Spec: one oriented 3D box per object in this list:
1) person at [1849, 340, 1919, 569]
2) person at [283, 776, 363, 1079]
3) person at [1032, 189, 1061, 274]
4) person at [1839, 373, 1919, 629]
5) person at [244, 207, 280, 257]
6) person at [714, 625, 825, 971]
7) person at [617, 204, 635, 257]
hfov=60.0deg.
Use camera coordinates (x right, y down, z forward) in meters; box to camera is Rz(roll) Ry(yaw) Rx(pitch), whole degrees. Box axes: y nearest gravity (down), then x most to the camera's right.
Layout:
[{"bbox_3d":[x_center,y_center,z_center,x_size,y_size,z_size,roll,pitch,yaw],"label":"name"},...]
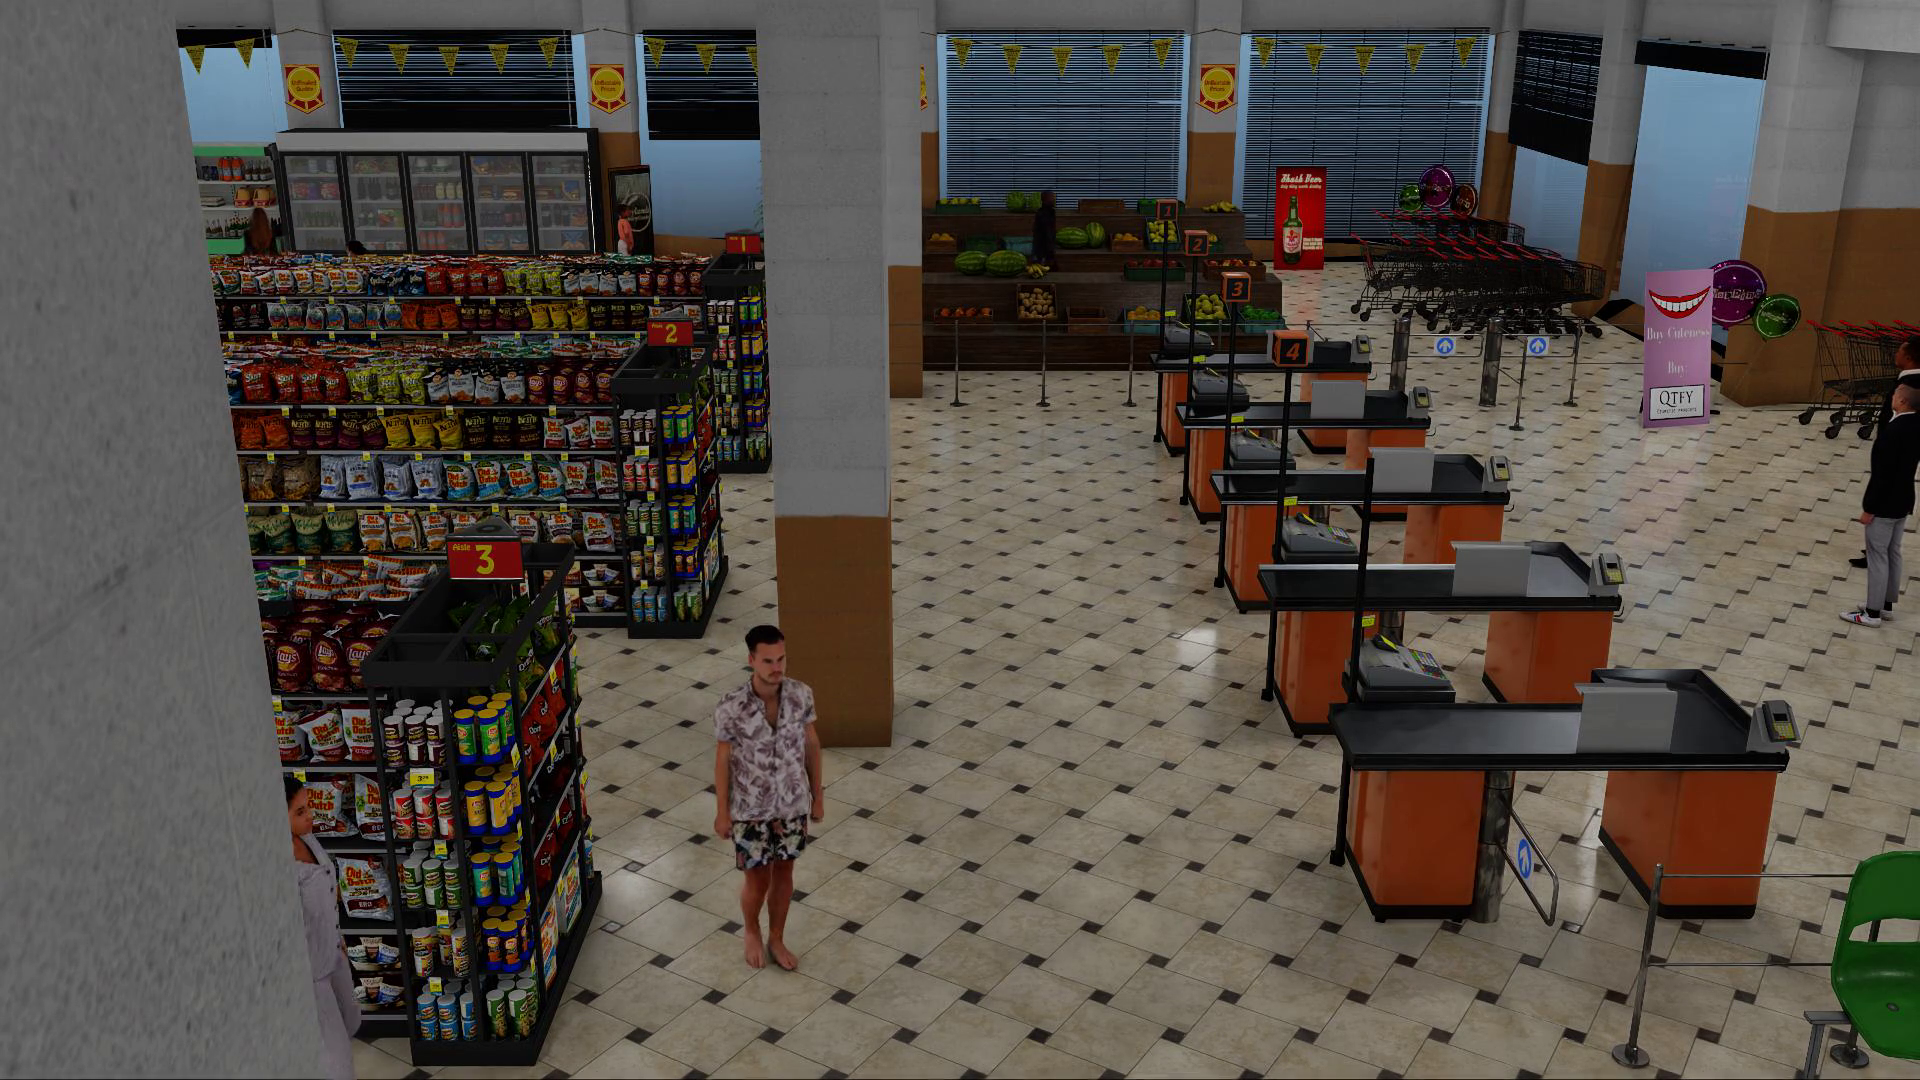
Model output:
[{"bbox_3d":[7.738,-0.702,13.723,0.826,1.918,0.770,17,25,41],"label":"person"},{"bbox_3d":[-2.723,1.746,6.774,0.904,1.721,0.684,-1,19,-4],"label":"person"},{"bbox_3d":[1.113,-4.161,24.167,1.185,1.800,0.661,0,19,0],"label":"person"},{"bbox_3d":[7.003,-0.308,12.508,0.755,1.950,0.857,-14,23,-35],"label":"person"},{"bbox_3d":[-9.694,-3.742,23.122,1.098,1.675,0.967,-9,21,-24],"label":"person"},{"bbox_3d":[-0.978,1.236,8.153,0.761,1.805,0.869,-10,21,-28],"label":"person"},{"bbox_3d":[-5.346,-4.694,26.516,0.575,1.310,0.549,-8,20,-23],"label":"person"}]
